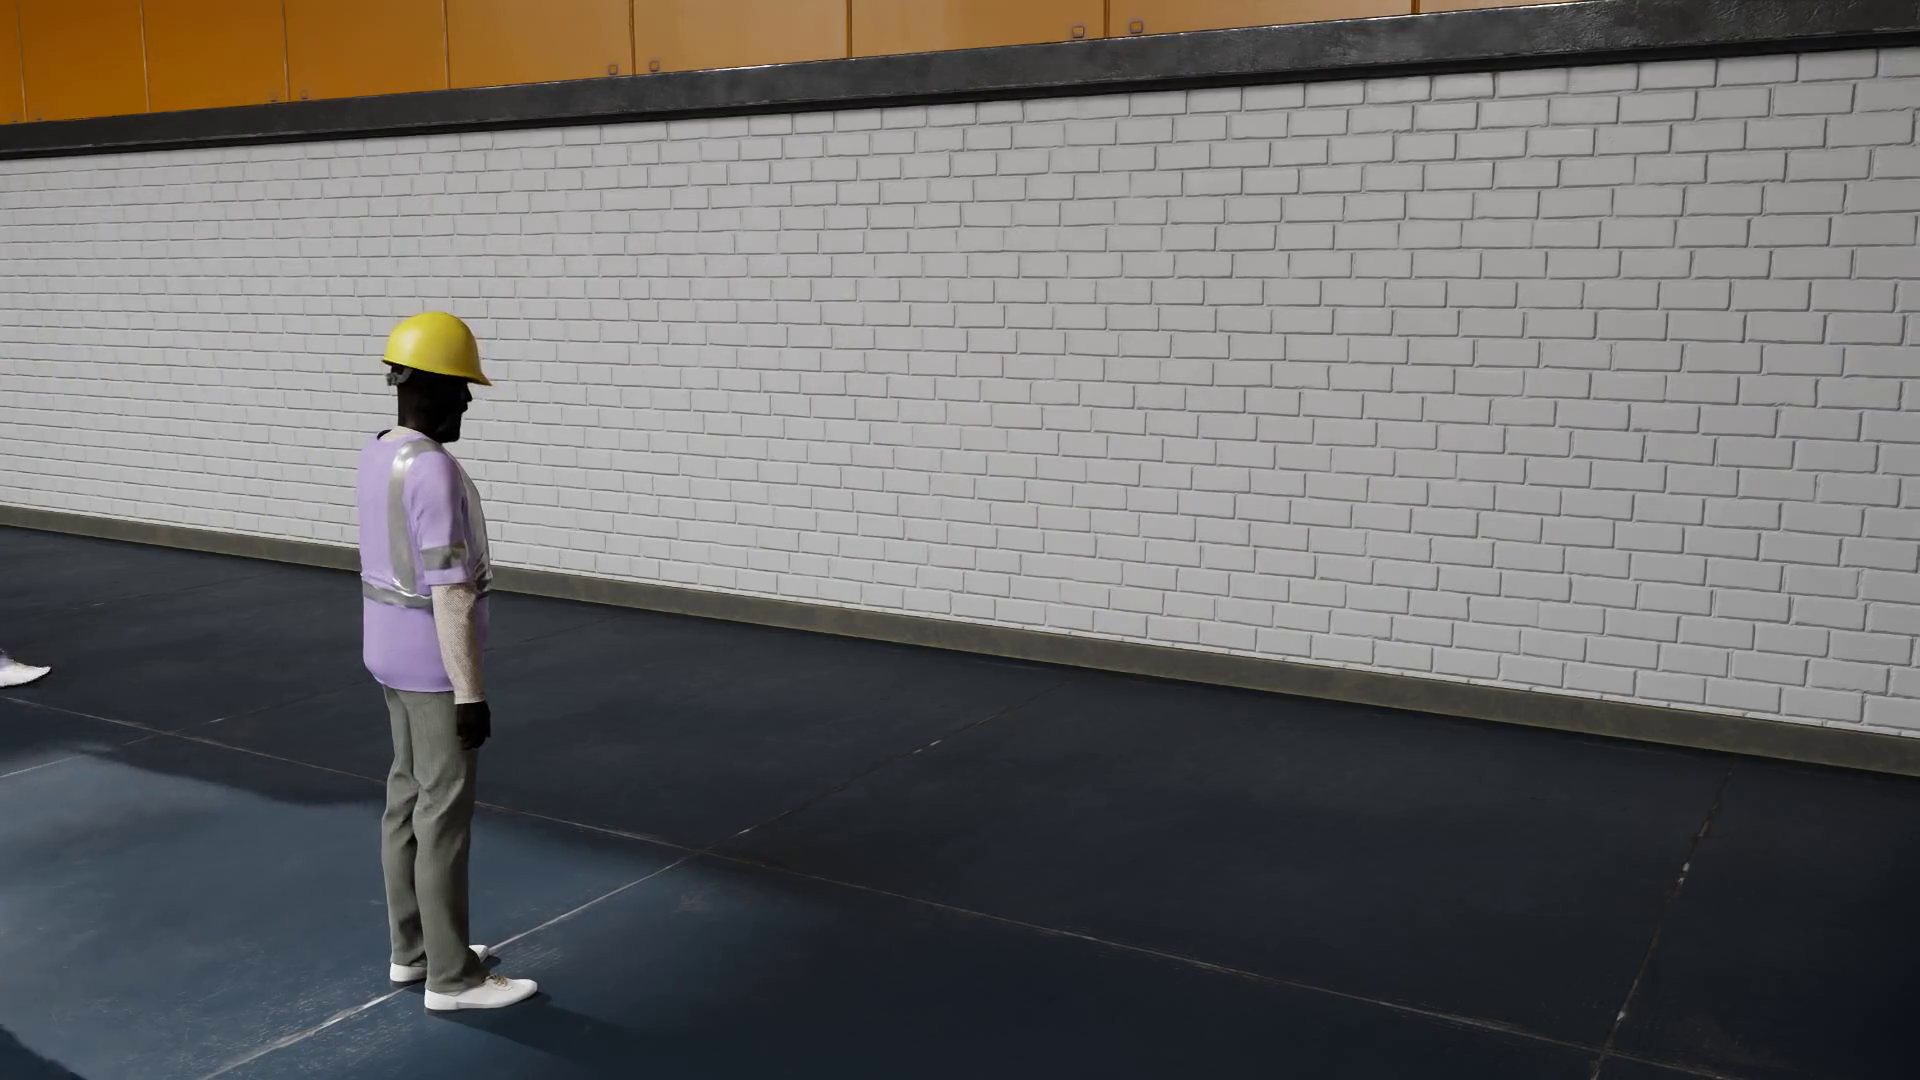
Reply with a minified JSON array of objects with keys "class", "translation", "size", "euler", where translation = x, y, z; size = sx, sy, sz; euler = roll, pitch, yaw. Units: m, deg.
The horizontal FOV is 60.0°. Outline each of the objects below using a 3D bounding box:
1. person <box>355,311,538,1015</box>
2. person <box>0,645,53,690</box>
[{"class":"person","translation":[-1.440,0.337,4.589],"size":[0.373,1.921,0.585],"euler":[-7,11,-37]},{"class":"person","translation":[-4.997,-0.176,8.009],"size":[0.995,1.856,0.670],"euler":[-2,9,-12]}]
